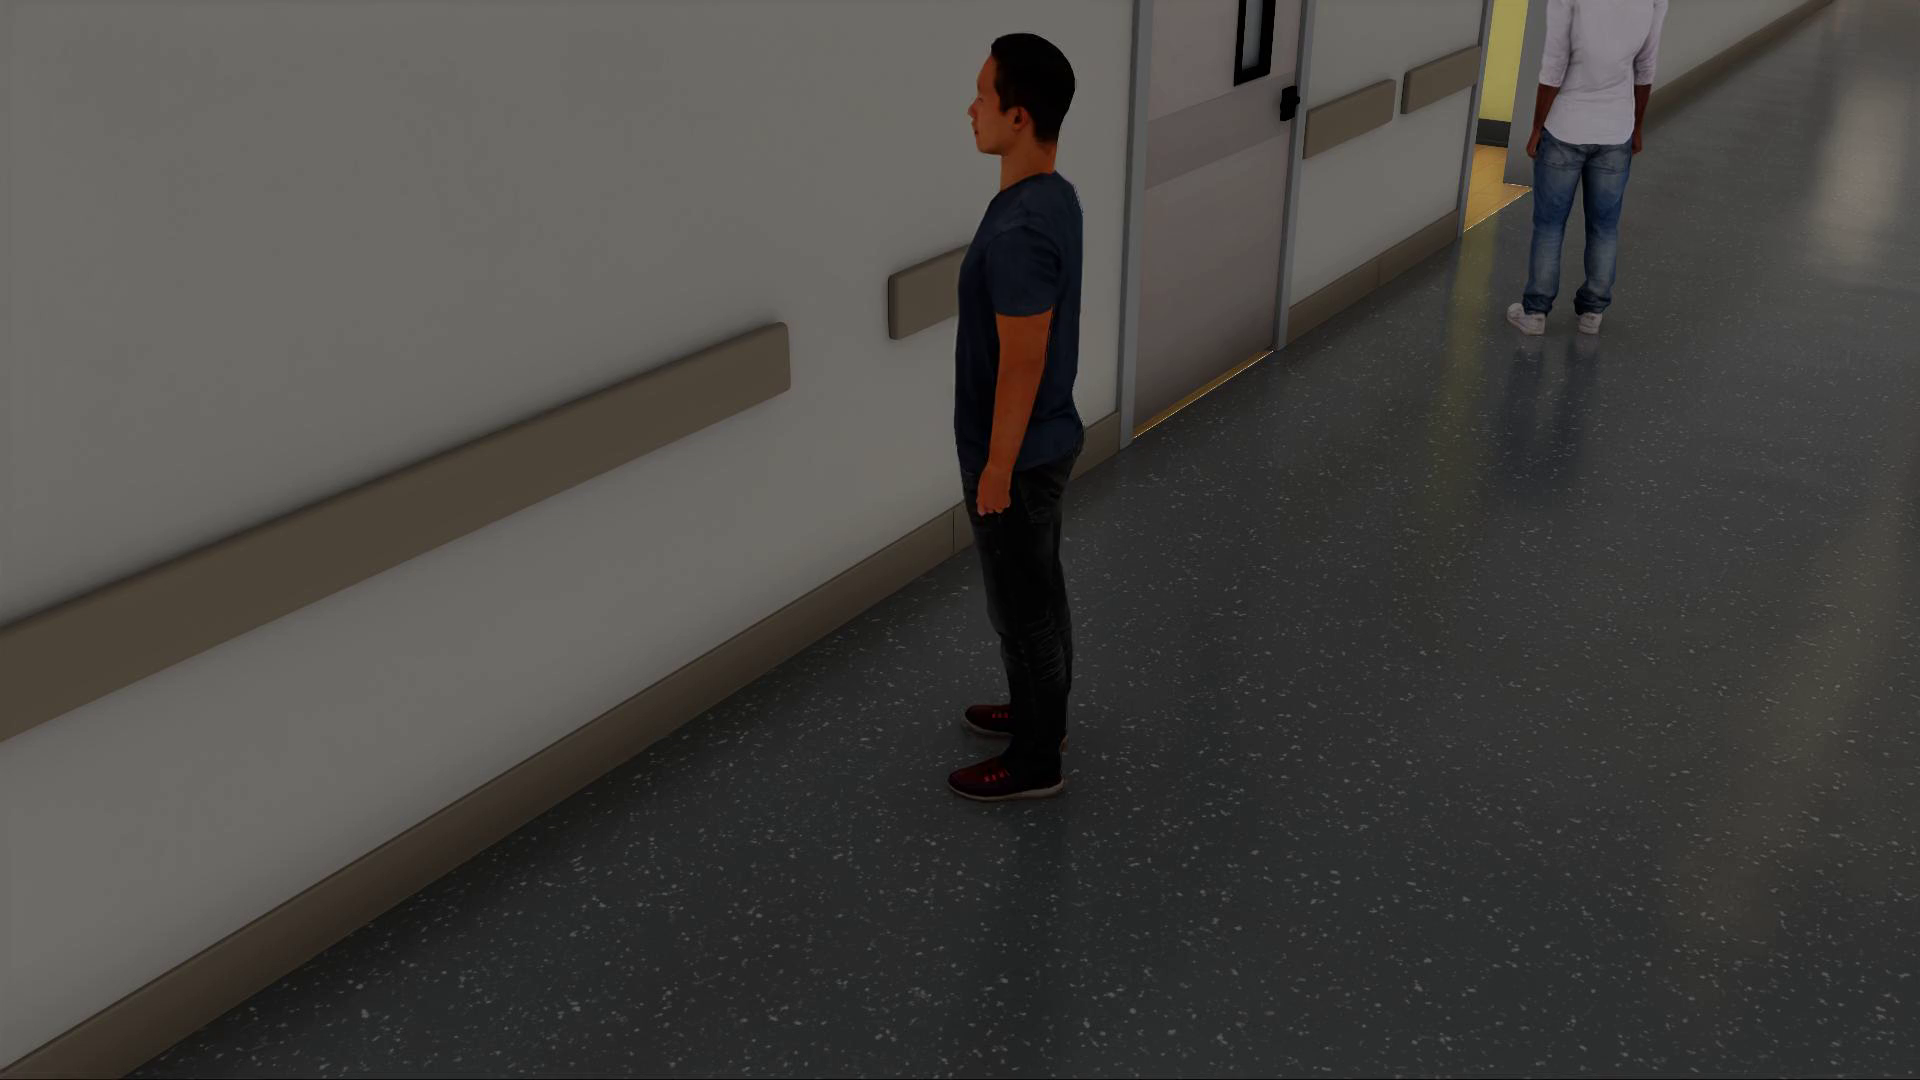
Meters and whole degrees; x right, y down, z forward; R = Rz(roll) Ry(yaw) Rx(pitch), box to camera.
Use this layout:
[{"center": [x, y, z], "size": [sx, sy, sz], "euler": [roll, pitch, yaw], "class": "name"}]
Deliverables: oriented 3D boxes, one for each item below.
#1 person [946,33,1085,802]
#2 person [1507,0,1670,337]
[{"center": [0.153, -0.240, 3.847], "size": [0.700, 1.810, 0.735], "euler": [4, 26, 8], "class": "person"}, {"center": [2.647, -1.769, 7.012], "size": [0.692, 1.816, 0.798], "euler": [2, 26, 4], "class": "person"}]
